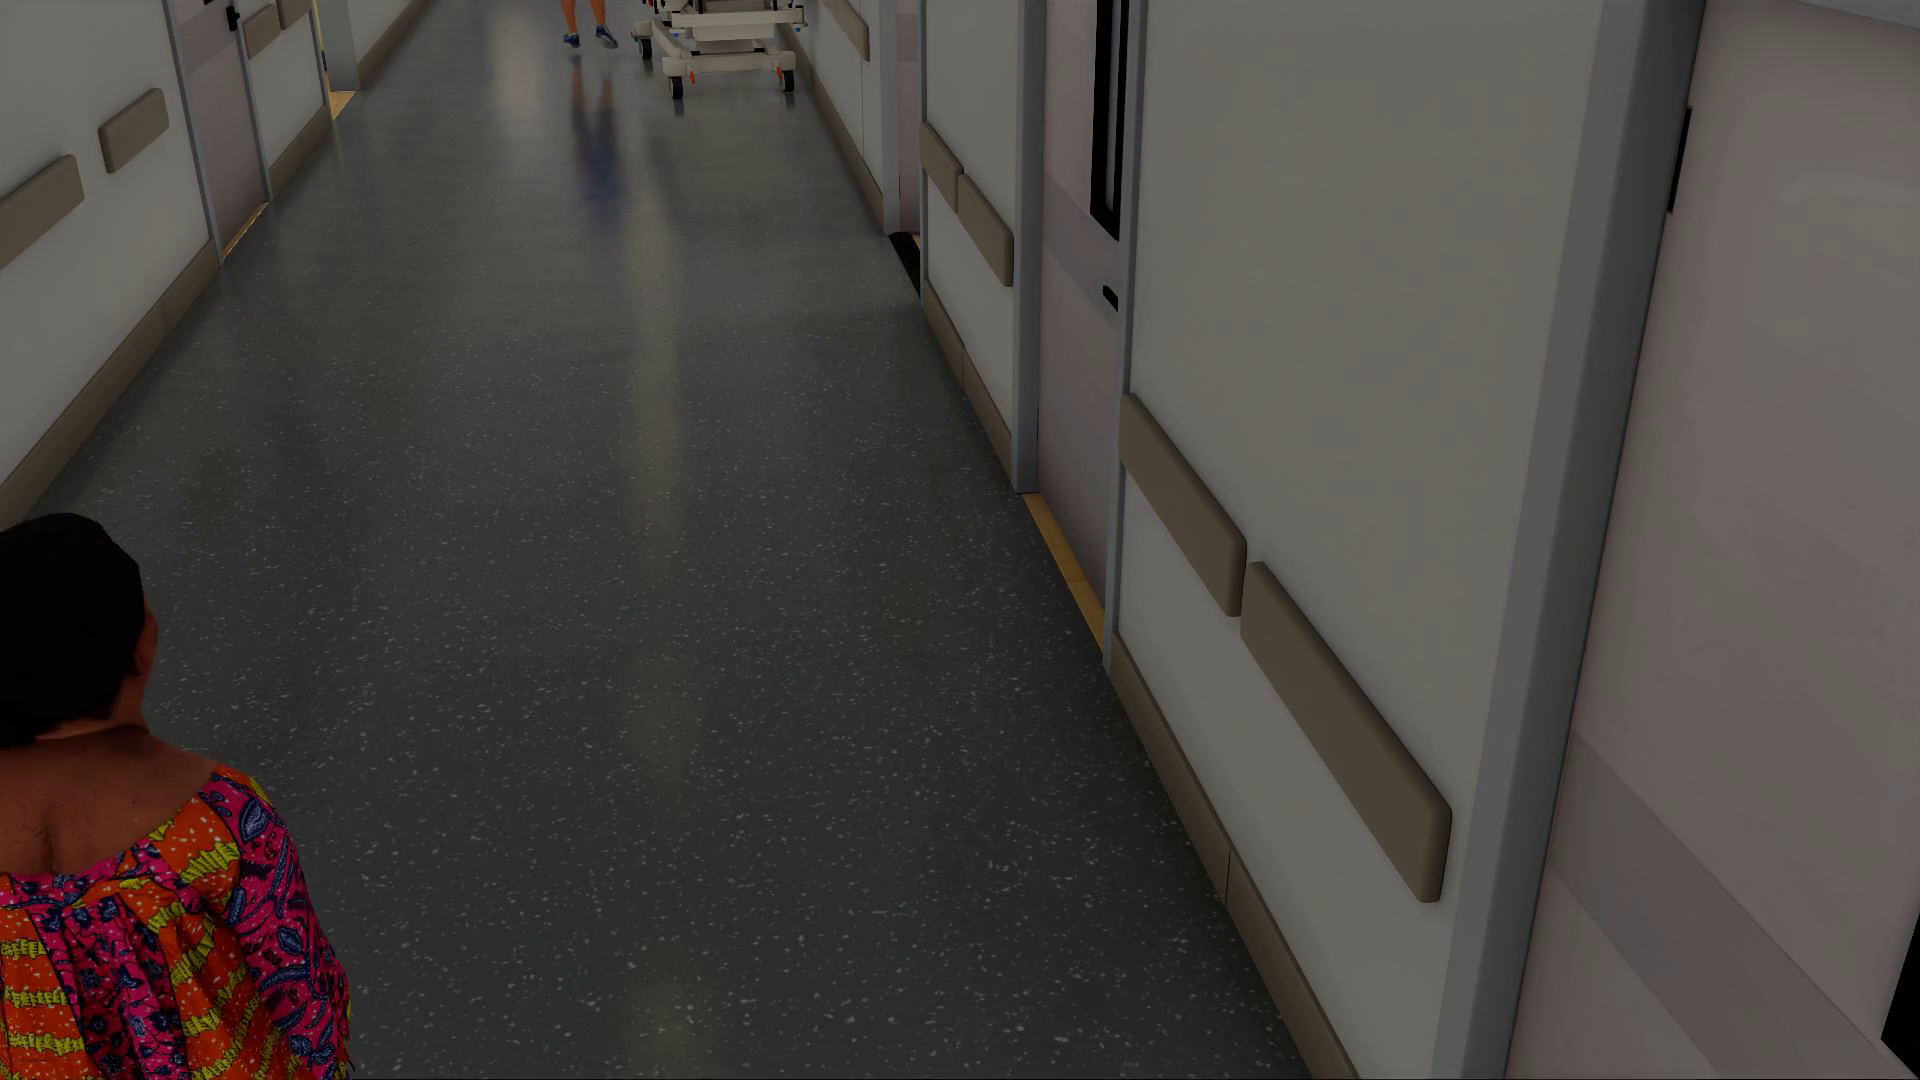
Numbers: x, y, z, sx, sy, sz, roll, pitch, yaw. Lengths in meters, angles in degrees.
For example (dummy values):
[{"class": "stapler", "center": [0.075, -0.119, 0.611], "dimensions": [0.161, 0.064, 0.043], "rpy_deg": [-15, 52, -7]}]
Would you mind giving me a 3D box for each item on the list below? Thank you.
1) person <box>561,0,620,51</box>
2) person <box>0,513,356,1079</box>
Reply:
[{"class": "person", "center": [-3.239, -5.048, 14.027], "dimensions": [1.075, 1.822, 0.870], "rpy_deg": [-10, 28, -20]}, {"class": "person", "center": [-1.052, 0.766, 2.147], "dimensions": [0.905, 1.667, 0.816], "rpy_deg": [1, 26, 2]}]
